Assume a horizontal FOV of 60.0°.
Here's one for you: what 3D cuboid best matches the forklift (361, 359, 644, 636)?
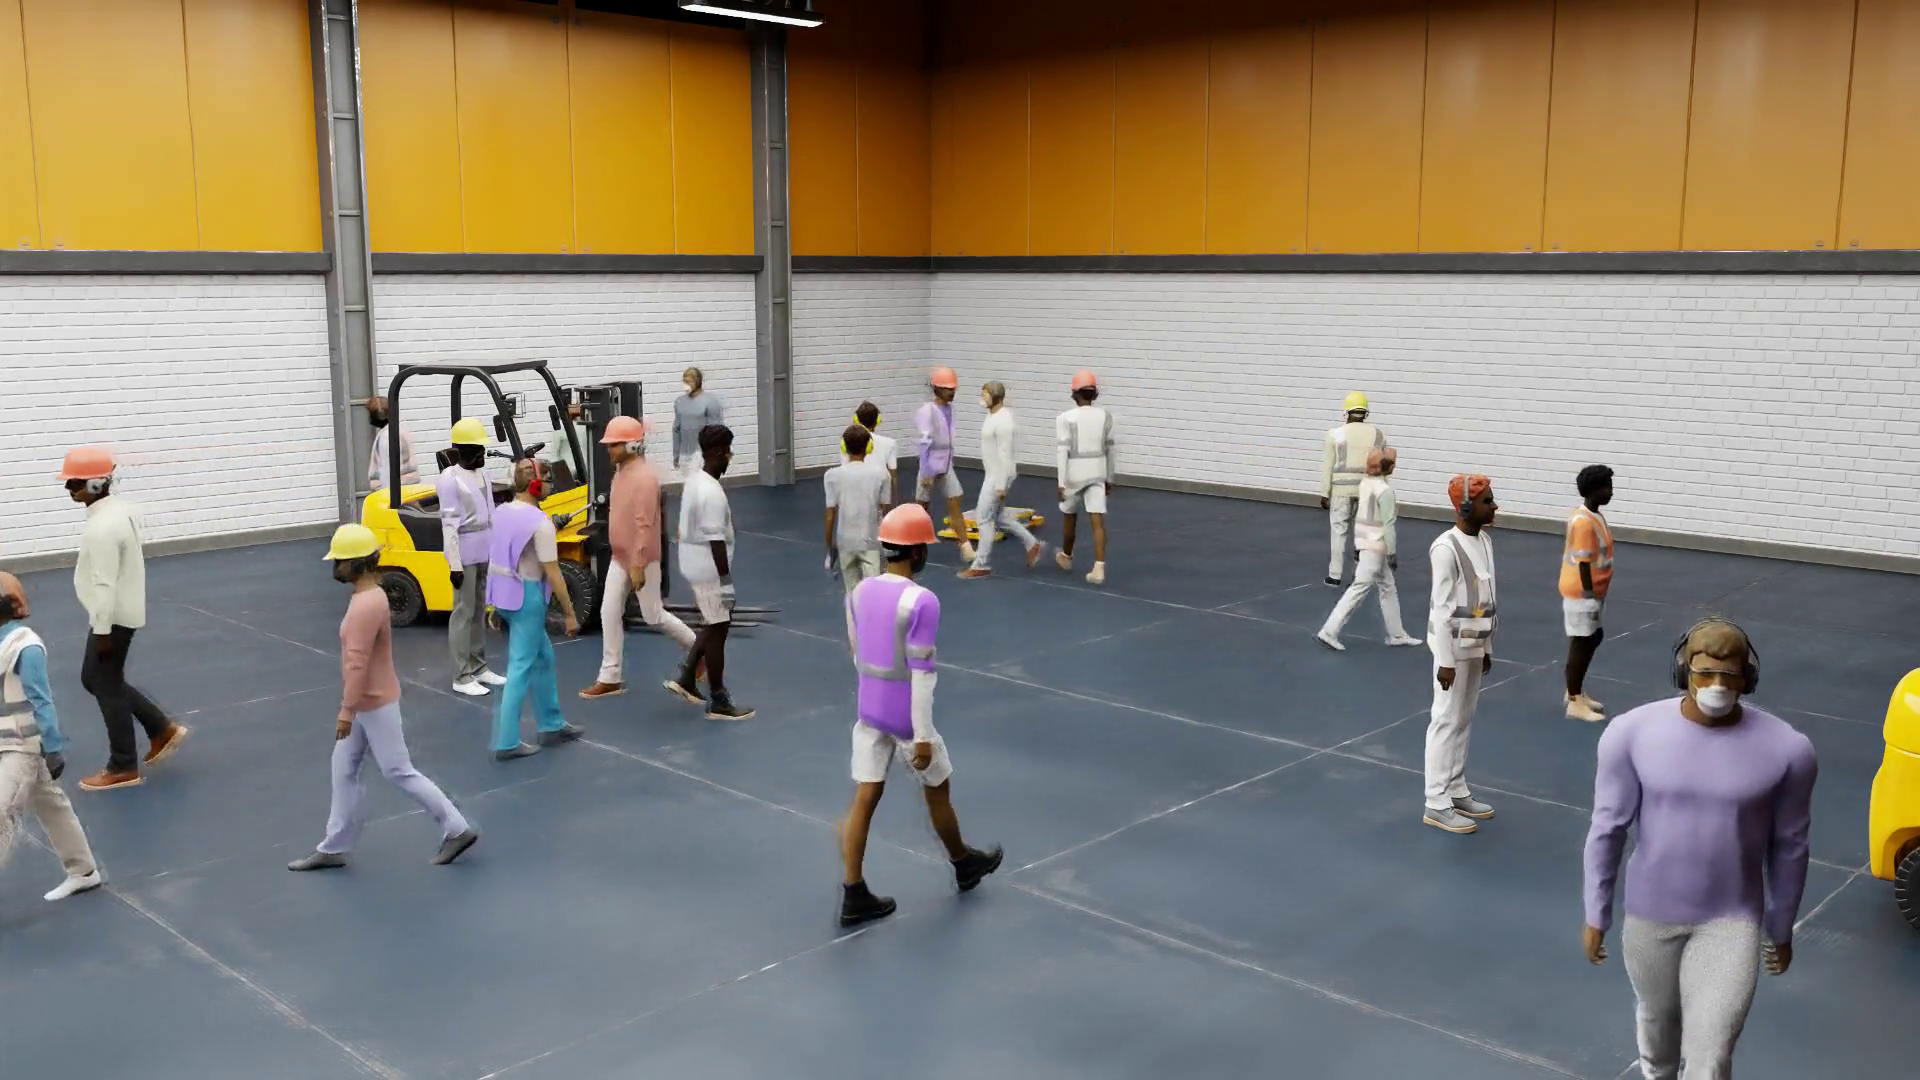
[{"bbox_3d":[-3.850,-0.407,13.936,2.313,2.155,1.214,2,9,11],"label":"forklift"}]

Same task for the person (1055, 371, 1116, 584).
[{"bbox_3d":[1.187,-0.599,15.799,0.633,1.984,1.044,-3,10,-16],"label":"person"}]

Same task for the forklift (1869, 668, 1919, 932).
[{"bbox_3d":[5.205,0.723,7.013,2.313,2.155,1.214,9,13,43],"label":"forklift"}]

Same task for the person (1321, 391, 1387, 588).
[{"bbox_3d":[3.635,-0.461,15.414,0.596,1.826,0.403,-1,9,-7],"label":"person"}]

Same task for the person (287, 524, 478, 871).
[{"bbox_3d":[-2.835,0.773,8.129,0.873,1.729,0.532,-3,10,-20],"label":"person"}]

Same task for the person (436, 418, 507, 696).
[{"bbox_3d":[-3.397,0.108,11.598,0.369,1.927,0.589,2,9,10],"label":"person"}]

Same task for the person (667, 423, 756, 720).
[{"bbox_3d":[-1.653,0.207,10.920,0.444,1.944,0.696,-3,10,-18],"label":"person"}]

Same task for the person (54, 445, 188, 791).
[{"bbox_3d":[-4.804,0.437,9.445,0.520,1.974,0.627,-4,10,-23],"label":"person"}]

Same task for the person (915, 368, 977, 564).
[{"bbox_3d":[-0.226,-0.743,16.705,1.084,1.982,0.665,7,12,37],"label":"person"}]

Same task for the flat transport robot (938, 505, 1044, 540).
[{"bbox_3d":[0.359,-0.203,18.570,0.652,0.197,1.431,4,10,25],"label":"flat transport robot"}]

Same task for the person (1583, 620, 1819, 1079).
[{"bbox_3d":[2.314,1.164,5.257,0.641,1.893,1.041,4,10,25],"label":"person"}]

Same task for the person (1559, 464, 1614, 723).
[{"bbox_3d":[4.107,0.341,10.886,0.336,1.695,0.562,6,11,31],"label":"person"}]

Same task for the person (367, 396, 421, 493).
[{"bbox_3d":[-5.092,-0.392,14.997,0.432,1.825,0.649,-1,9,-8],"label":"person"}]

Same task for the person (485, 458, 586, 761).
[{"bbox_3d":[-2.530,0.405,10.097,0.804,1.812,0.597,-8,12,-41],"label":"person"}]

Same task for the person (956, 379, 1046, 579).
[{"bbox_3d":[0.396,-0.580,15.867,0.848,1.915,0.643,-1,9,-7],"label":"person"}]

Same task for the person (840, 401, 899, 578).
[{"bbox_3d":[-0.788,-0.292,14.439,0.532,1.810,1.027,-2,9,-11],"label":"person"}]

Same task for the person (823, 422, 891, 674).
[{"bbox_3d":[-0.731,0.070,12.076,0.527,1.845,0.760,0,9,3],"label":"person"}]

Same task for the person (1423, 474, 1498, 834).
[{"bbox_3d":[2.661,0.586,8.797,0.351,1.884,0.581,7,11,36],"label":"person"}]

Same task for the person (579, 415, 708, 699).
[{"bbox_3d":[-2.171,0.108,11.515,0.913,1.963,0.613,-7,12,-37],"label":"person"}]

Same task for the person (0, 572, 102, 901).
[{"bbox_3d":[-4.347,0.942,7.511,0.529,1.588,0.882,8,12,41],"label":"person"}]

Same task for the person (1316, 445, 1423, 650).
[{"bbox_3d":[3.166,0.065,12.848,0.850,1.601,0.534,-1,9,-4],"label":"person"}]

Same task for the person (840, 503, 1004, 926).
[{"bbox_3d":[-0.211,0.770,7.641,0.573,1.888,0.962,9,13,44],"label":"person"}]

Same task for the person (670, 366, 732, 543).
[{"bbox_3d":[-2.837,-0.952,18.187,0.642,1.908,0.937,7,12,37],"label":"person"}]

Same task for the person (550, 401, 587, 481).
[{"bbox_3d":[-4.121,-0.727,17.680,0.662,1.617,0.511,8,12,41],"label":"person"}]
